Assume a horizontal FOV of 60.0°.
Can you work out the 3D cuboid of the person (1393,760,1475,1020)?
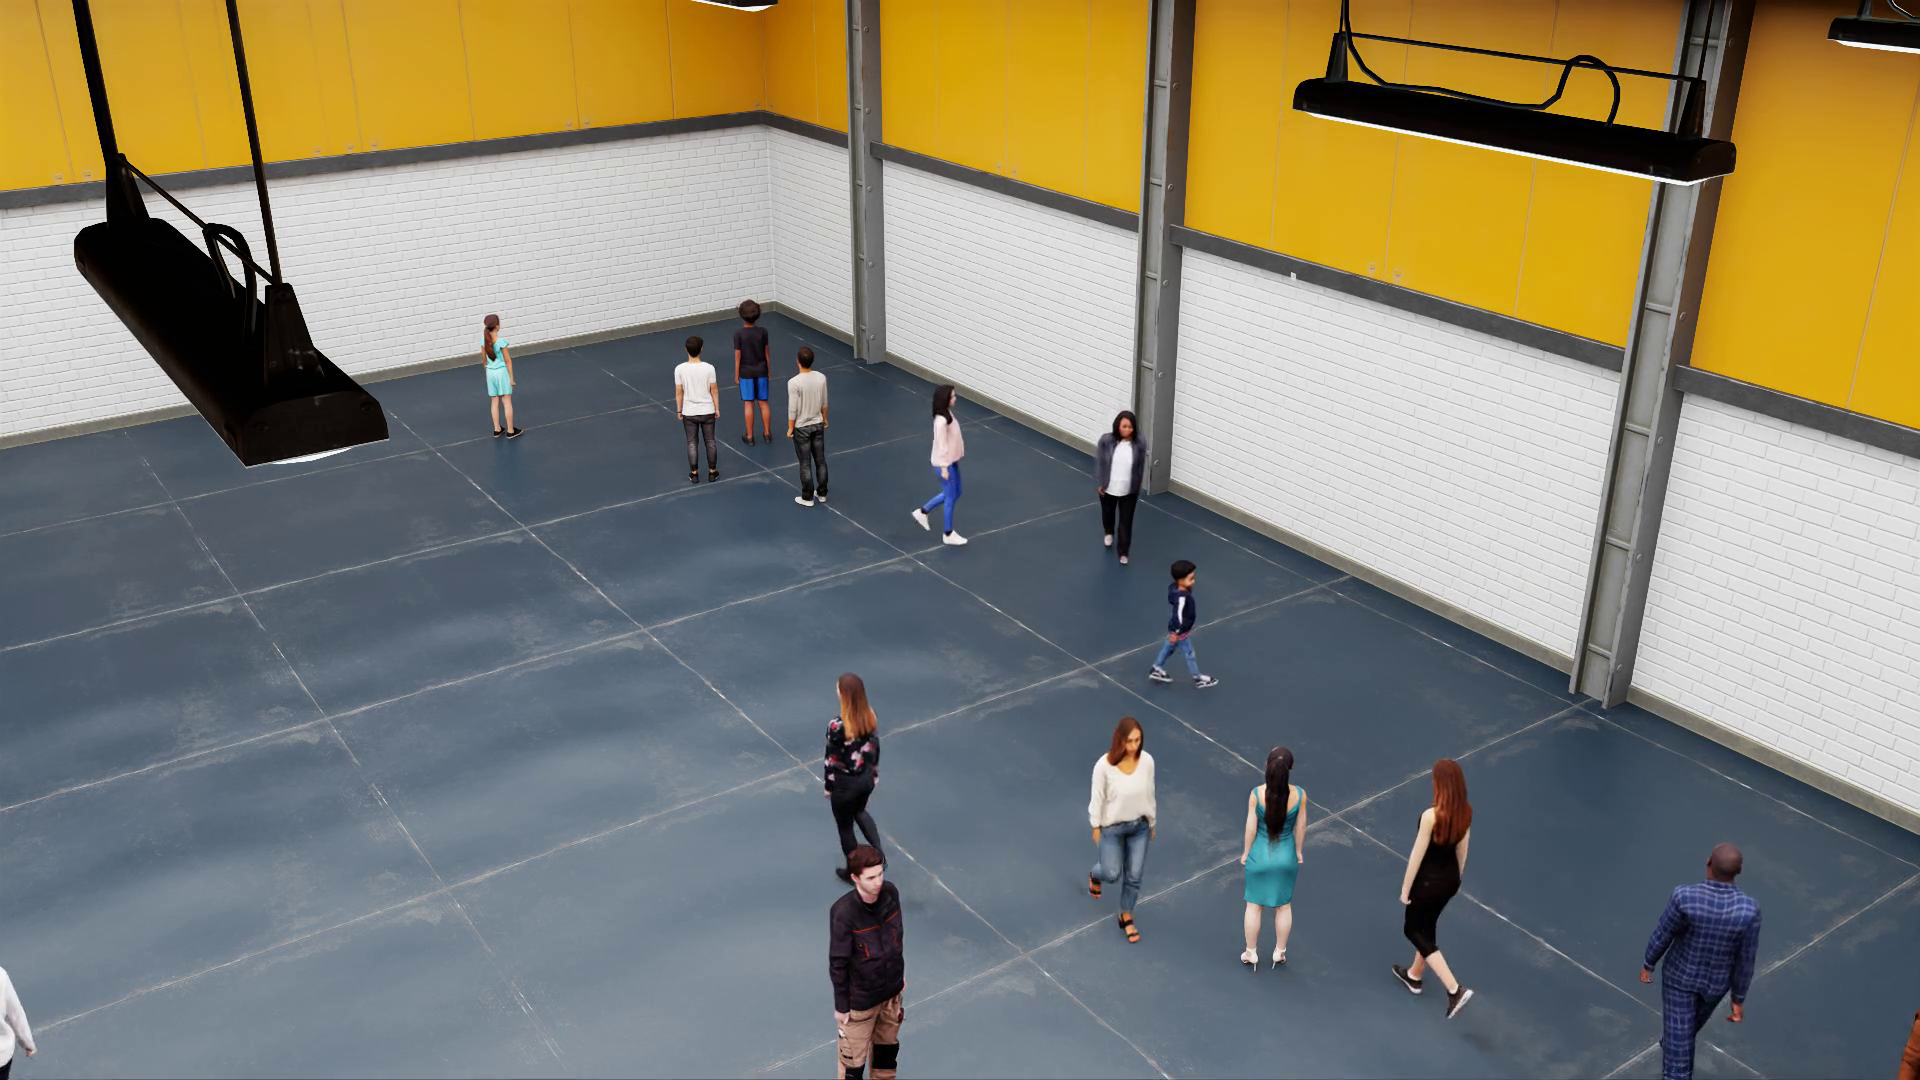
[{"bbox_3d":[3.056,2.227,10.508,0.704,1.704,0.989,-14,27,-29],"label":"person"}]

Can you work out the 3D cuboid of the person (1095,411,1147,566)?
[{"bbox_3d":[1.625,-0.581,17.112,1.056,1.558,1.168,1,24,3],"label":"person"}]

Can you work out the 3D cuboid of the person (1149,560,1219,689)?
[{"bbox_3d":[1.878,0.741,14.546,0.917,1.192,0.829,6,24,13],"label":"person"}]

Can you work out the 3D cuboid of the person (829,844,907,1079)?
[{"bbox_3d":[-0.513,2.567,9.453,0.664,1.925,0.735,22,32,40],"label":"person"}]

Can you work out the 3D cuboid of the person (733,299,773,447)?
[{"bbox_3d":[-2.499,-2.030,20.126,0.664,1.800,0.656,-8,25,-18],"label":"person"}]

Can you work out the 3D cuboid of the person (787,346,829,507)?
[{"bbox_3d":[-1.661,-1.260,18.351,0.648,1.812,0.526,-16,28,-32],"label":"person"}]

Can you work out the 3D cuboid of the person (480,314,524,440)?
[{"bbox_3d":[-5.664,-2.021,20.408,0.624,1.558,0.699,7,25,15],"label":"person"}]

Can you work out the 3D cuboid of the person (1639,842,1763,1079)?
[{"bbox_3d":[4.232,2.612,9.555,1.240,1.761,1.238,6,24,13],"label":"person"}]

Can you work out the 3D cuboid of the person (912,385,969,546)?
[{"bbox_3d":[-0.222,-0.777,17.317,0.990,1.754,0.920,5,24,12],"label":"person"}]

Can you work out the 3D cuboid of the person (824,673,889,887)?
[{"bbox_3d":[-0.699,1.725,11.698,0.703,1.671,0.645,21,31,39],"label":"person"}]

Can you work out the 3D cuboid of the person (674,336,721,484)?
[{"bbox_3d":[-3.000,-1.499,19.010,0.703,1.721,0.688,-3,24,-7],"label":"person"}]

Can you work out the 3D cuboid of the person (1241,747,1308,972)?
[{"bbox_3d":[2.038,2.080,10.866,0.626,1.687,0.654,0,24,0],"label":"person"}]

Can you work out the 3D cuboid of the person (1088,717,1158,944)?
[{"bbox_3d":[1.080,1.906,11.290,0.765,1.666,0.888,-7,25,-16],"label":"person"}]
